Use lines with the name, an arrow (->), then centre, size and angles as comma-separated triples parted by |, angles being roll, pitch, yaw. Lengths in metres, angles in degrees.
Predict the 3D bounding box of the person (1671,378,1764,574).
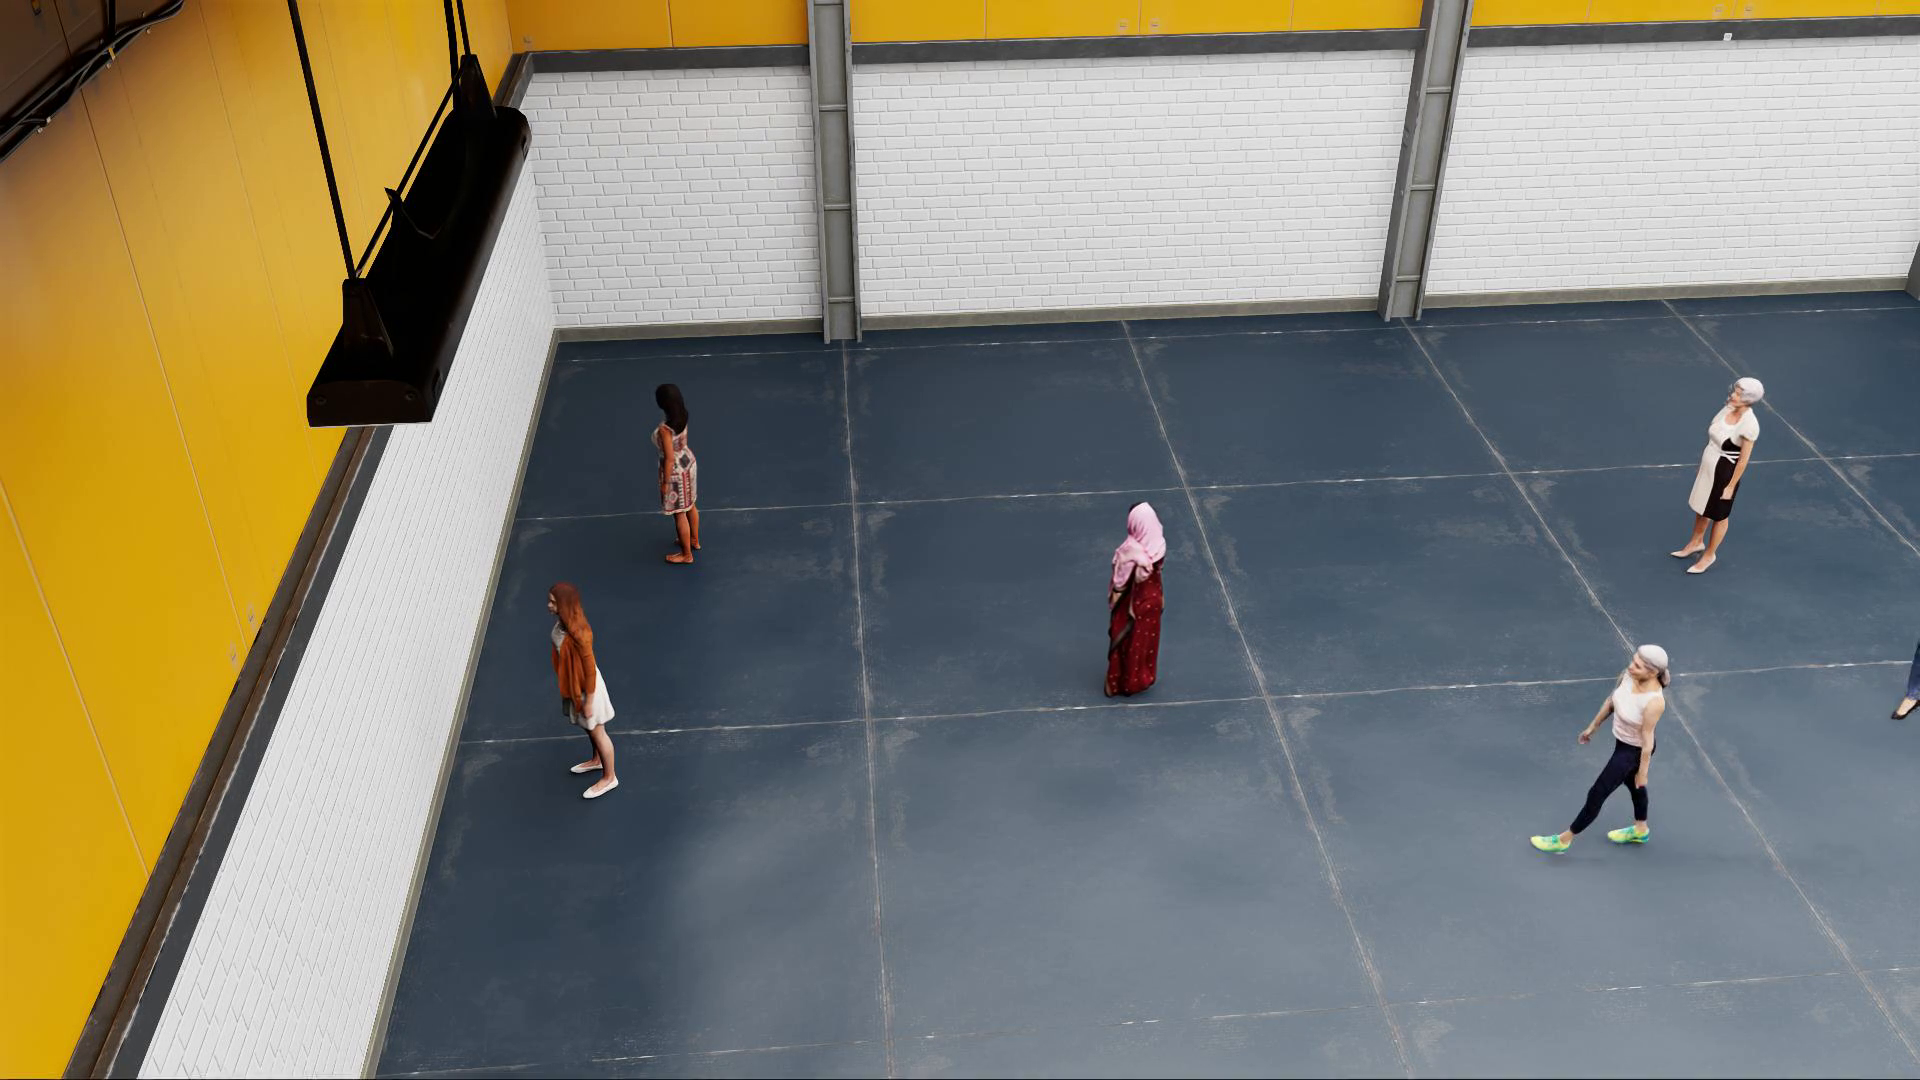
person -> 6.191, -0.530, 13.511 | 0.525, 1.756, 0.622 | -4, 34, -6

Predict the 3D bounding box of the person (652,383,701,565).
person -> -2.319, -0.563, 13.661 | 0.639, 1.645, 0.708 | 7, 34, 10

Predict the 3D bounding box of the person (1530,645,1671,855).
person -> 4.418, 1.362, 10.747 | 1.101, 1.664, 0.701 | 1, 34, 2

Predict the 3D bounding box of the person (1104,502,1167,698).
person -> 1.299, 0.437, 12.167 | 0.724, 1.633, 0.823 | -24, 40, -31

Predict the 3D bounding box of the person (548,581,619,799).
person -> -2.548, 0.978, 11.273 | 0.689, 1.722, 0.703 | -15, 37, -22
